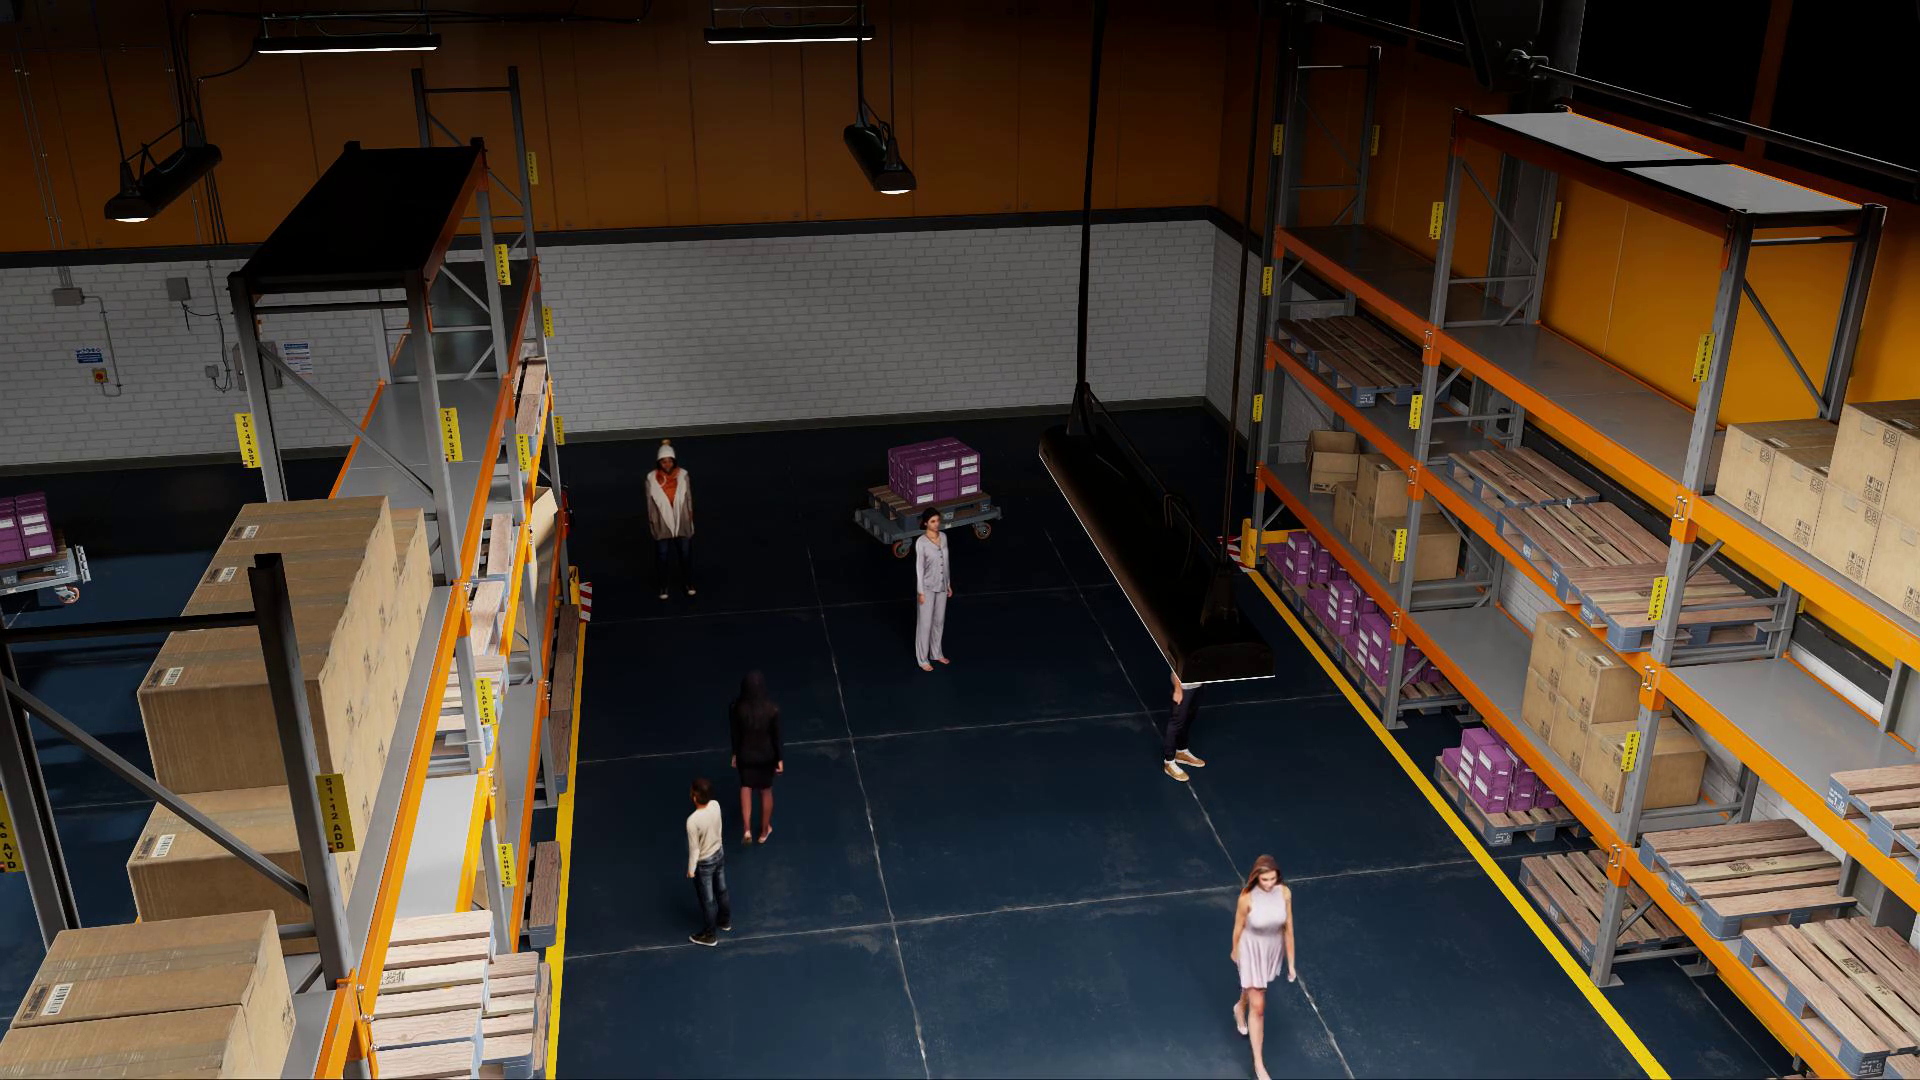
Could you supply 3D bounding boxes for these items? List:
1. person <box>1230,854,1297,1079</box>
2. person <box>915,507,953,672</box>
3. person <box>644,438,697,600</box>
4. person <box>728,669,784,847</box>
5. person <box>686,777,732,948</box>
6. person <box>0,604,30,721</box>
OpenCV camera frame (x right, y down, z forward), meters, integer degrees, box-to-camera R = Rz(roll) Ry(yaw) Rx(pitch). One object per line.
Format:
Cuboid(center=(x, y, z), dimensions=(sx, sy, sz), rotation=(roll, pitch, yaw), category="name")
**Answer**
Cuboid(center=(2.110, 2.920, 11.862), dimensions=(0.564, 1.720, 1.105), rotation=(-5, 24, -12), category="person")
Cuboid(center=(-0.301, 0.490, 17.353), dimensions=(0.676, 1.774, 0.705), rotation=(-21, 31, -39), category="person")
Cuboid(center=(-3.287, -0.260, 18.918), dimensions=(0.707, 1.895, 0.694), rotation=(-7, 25, -16), category="person")
Cuboid(center=(-1.753, 1.902, 14.199), dimensions=(0.751, 1.714, 0.902), rotation=(2, 24, 5), category="person")
Cuboid(center=(-1.992, 2.516, 13.107), dimensions=(0.691, 1.463, 0.610), rotation=(12, 26, 26), category="person")
Cuboid(center=(-9.479, 1.014, 16.093), dimensions=(0.738, 1.825, 0.645), rotation=(-10, 26, -22), category="person")
